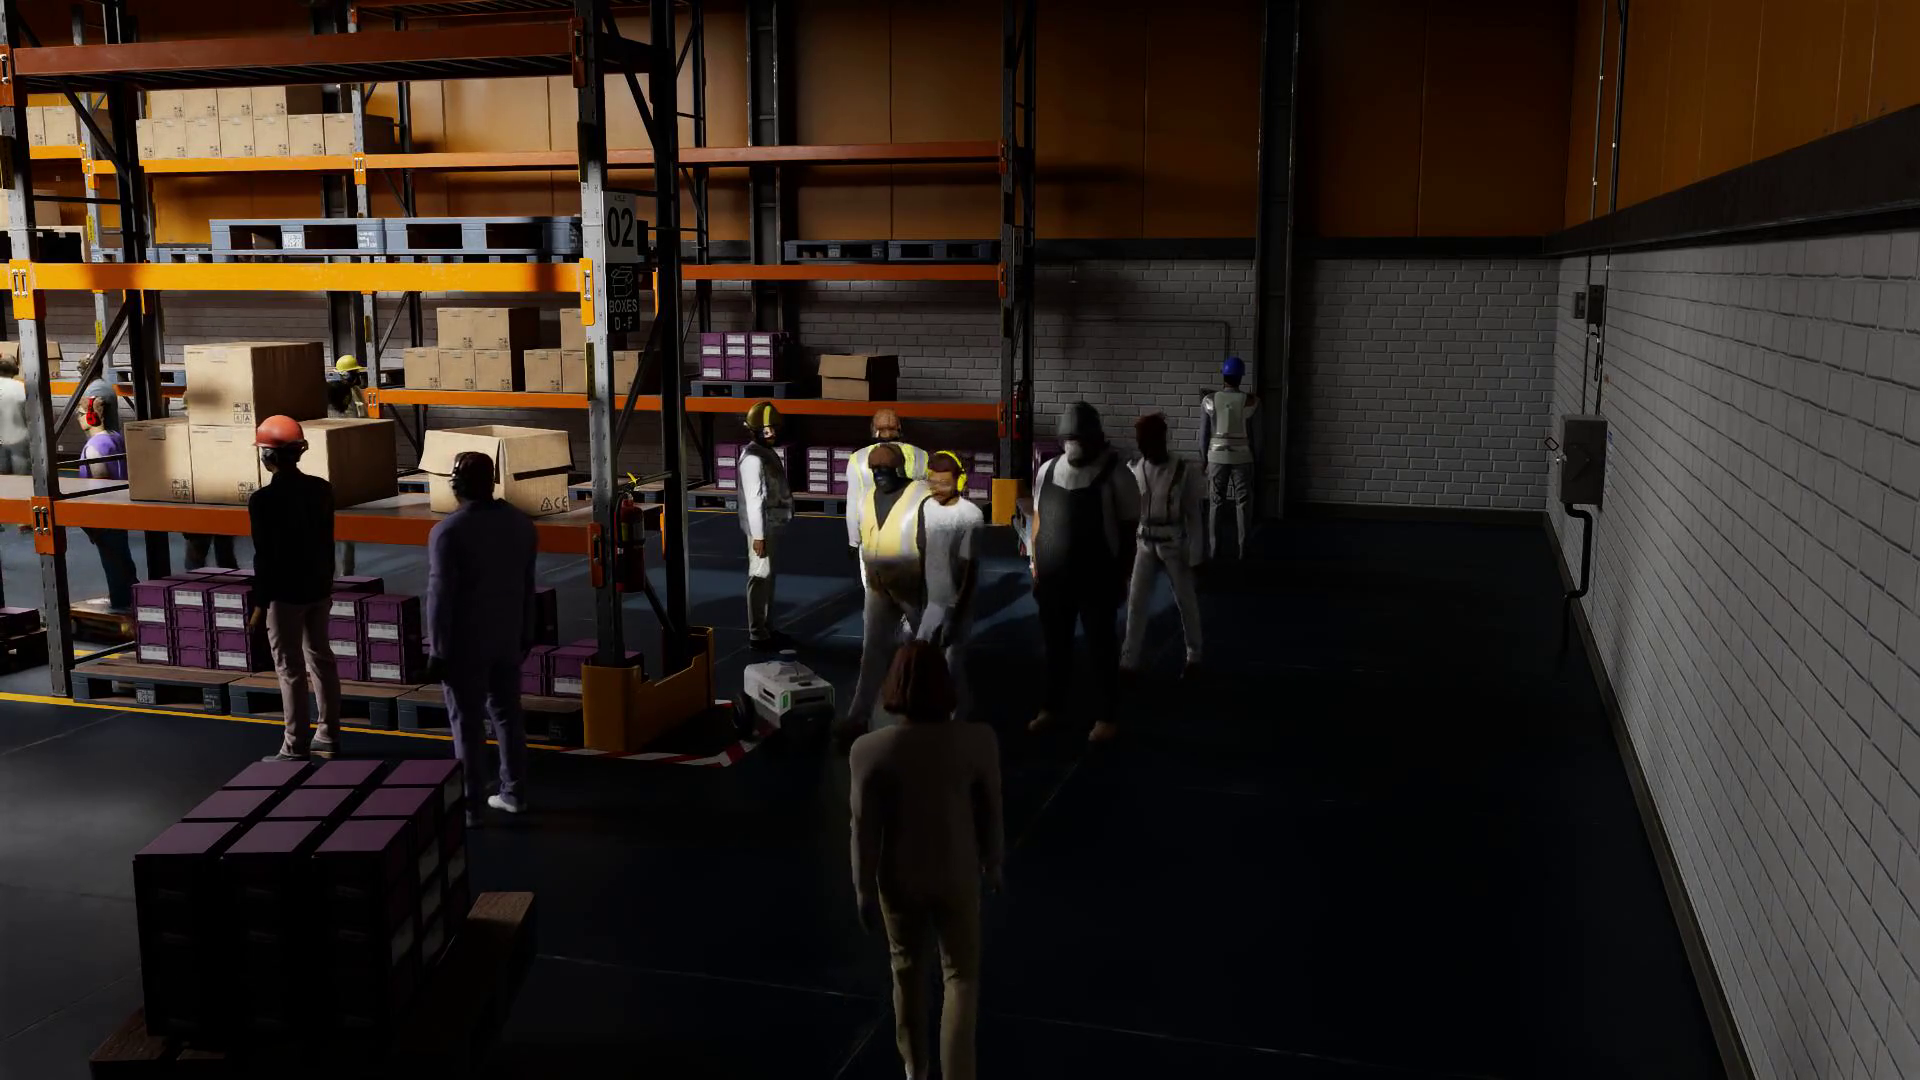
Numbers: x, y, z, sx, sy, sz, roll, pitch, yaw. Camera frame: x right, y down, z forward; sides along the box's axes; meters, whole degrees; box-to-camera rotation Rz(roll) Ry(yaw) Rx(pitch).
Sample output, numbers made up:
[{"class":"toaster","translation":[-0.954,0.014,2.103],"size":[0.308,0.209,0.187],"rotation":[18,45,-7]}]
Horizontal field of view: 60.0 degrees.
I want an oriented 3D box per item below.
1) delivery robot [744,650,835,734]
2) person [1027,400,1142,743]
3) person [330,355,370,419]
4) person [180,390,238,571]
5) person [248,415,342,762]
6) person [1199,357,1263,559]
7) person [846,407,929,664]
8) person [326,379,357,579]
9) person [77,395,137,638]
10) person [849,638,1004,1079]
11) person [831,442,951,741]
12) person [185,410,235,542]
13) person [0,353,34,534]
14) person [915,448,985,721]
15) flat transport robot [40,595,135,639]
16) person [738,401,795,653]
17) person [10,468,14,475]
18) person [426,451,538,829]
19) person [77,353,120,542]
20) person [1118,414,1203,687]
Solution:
[{"class":"delivery robot","translation":[-1.009,0.890,9.787],"size":[0.477,0.478,0.707],"rotation":[-5,10,-27]},{"class":"person","translation":[0.692,0.179,9.884],"size":[0.686,2.000,0.537],"rotation":[6,11,31]},{"class":"person","translation":[-6.772,-1.139,18.537],"size":[0.404,1.837,0.590],"rotation":[0,9,3]},{"class":"person","translation":[-5.778,-0.236,12.798],"size":[0.419,1.911,0.597],"rotation":[4,10,23]},{"class":"person","translation":[-3.726,0.299,9.293],"size":[0.377,1.995,0.608],"rotation":[3,10,18]},{"class":"person","translation":[2.607,-0.783,16.033],"size":[0.606,1.947,0.406],"rotation":[3,10,16]},{"class":"person","translation":[-0.498,-0.009,11.657],"size":[0.623,1.839,0.429],"rotation":[-2,10,-14]},{"class":"person","translation":[-5.434,-0.475,14.482],"size":[0.587,1.840,0.440],"rotation":[1,9,6]},{"class":"person","translation":[-6.462,-0.177,12.647],"size":[0.395,1.847,0.564],"rotation":[-2,9,-11]},{"class":"person","translation":[-0.105,1.127,5.418],"size":[0.511,1.609,0.718],"rotation":[0,9,-1]},{"class":"person","translation":[-0.351,0.293,10.017],"size":[0.668,1.781,1.007],"rotation":[7,11,35]},{"class":"person","translation":[-7.728,-0.901,17.079],"size":[0.346,1.842,0.506],"rotation":[0,9,2]},{"class":"person","translation":[-9.942,-0.995,17.399],"size":[0.640,1.921,0.528],"rotation":[-3,10,-16]},{"class":"person","translation":[-0.069,0.388,9.254],"size":[0.474,1.831,0.567],"rotation":[-8,12,-42]},{"class":"flat transport robot","translation":[-6.315,0.591,12.753],"size":[1.431,0.197,0.652],"rotation":[4,10,25]},{"class":"person","translation":[-1.416,-0.099,12.200],"size":[0.404,1.835,0.600],"rotation":[1,9,4]},{"class":"person","translation":[-10.865,-1.221,18.732],"size":[0.374,1.935,0.552],"rotation":[-6,11,-31]},{"class":"person","translation":[-2.422,0.497,8.394],"size":[0.402,1.898,0.644],"rotation":[6,11,32]},{"class":"person","translation":[-8.784,-0.942,17.026],"size":[0.359,1.938,0.632],"rotation":[-2,10,-13]},{"class":"person","translation":[1.319,0.078,11.139],"size":[0.668,1.828,0.962],"rotation":[8,12,40]}]
